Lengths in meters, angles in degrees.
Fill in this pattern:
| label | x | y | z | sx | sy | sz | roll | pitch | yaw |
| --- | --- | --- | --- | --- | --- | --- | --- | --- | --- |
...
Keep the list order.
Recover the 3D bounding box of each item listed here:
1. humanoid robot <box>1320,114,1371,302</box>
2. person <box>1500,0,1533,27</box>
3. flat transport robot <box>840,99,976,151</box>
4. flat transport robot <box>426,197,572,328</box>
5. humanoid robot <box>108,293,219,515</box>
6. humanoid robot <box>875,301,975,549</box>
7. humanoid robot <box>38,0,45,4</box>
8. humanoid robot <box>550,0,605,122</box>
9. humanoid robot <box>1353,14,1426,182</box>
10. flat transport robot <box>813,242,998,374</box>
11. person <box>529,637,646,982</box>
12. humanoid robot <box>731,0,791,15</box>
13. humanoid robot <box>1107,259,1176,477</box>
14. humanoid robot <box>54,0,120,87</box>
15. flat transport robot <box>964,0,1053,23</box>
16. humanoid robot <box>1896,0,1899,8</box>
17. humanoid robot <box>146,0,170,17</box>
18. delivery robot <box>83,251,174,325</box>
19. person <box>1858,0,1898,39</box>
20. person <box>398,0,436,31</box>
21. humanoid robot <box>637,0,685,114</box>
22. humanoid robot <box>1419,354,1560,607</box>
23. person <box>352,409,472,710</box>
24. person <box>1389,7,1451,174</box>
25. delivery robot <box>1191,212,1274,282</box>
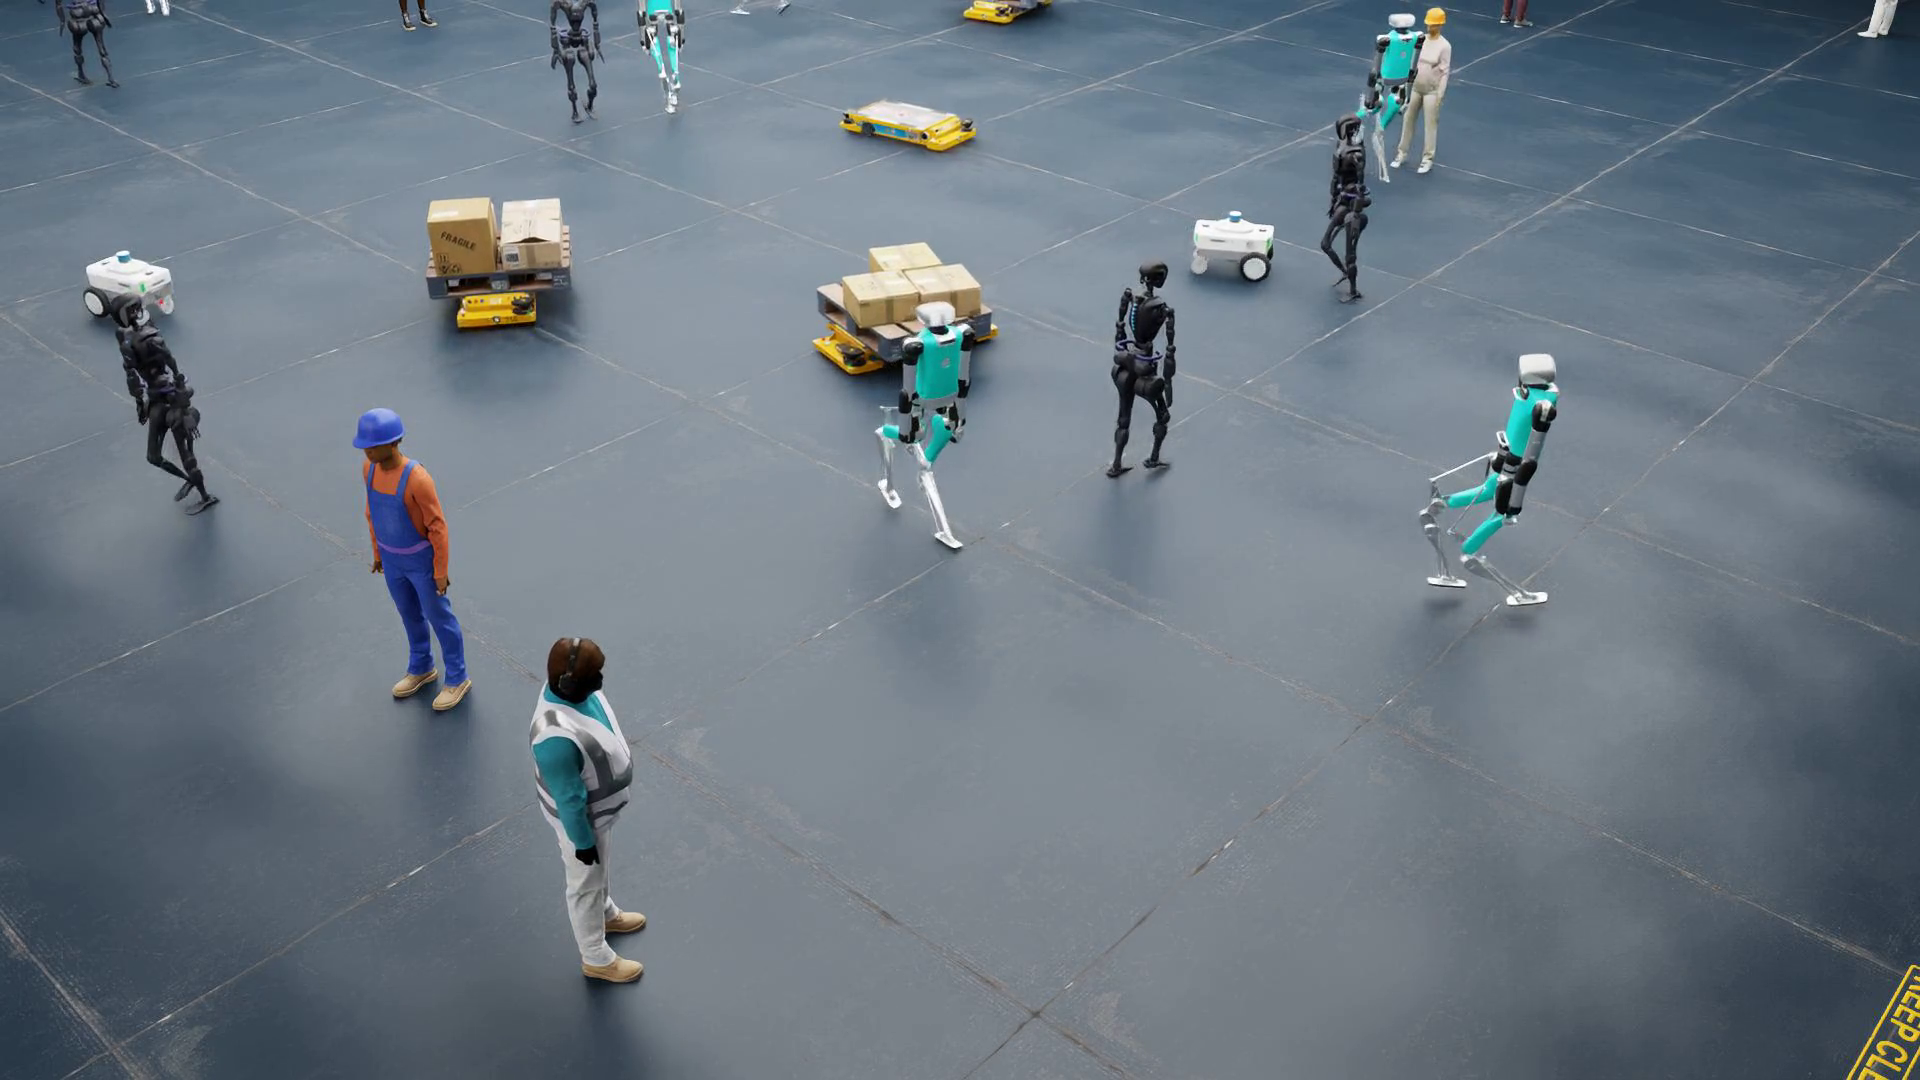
| label | x | y | z | sx | sy | sz | roll | pitch | yaw |
| --- | --- | --- | --- | --- | --- | --- | --- | --- | --- |
| humanoid robot | 3.385 | -2.901 | 14.497 | 0.382 | 1.645 | 0.609 | -6 | 32 | -10 |
| person | 7.605 | -7.826 | 22.301 | 0.381 | 1.806 | 0.552 | -15 | 35 | -23 |
| flat transport robot | -0.591 | -4.663 | 18.663 | 1.431 | 0.231 | 0.659 | 20 | 37 | 29 |
| flat transport robot | -4.064 | -2.285 | 14.833 | 0.659 | 0.231 | 1.431 | -6 | 32 | -10 |
| humanoid robot | -5.395 | -0.924 | 11.315 | 0.608 | 1.643 | 0.358 | 16 | 35 | 25 |
| humanoid robot | -0.304 | -0.855 | 11.202 | 0.541 | 1.769 | 1.060 | -20 | 37 | -28 |
| humanoid robot | -12.812 | -8.425 | 23.339 | 0.550 | 1.765 | 0.969 | 28 | 41 | 37 |
| humanoid robot | -4.328 | -5.539 | 18.731 | 0.596 | 1.645 | 0.350 | -14 | 35 | -21 |
| humanoid robot | 4.307 | -4.573 | 17.144 | 0.531 | 1.795 | 0.778 | -10 | 33 | -15 |
| flat transport robot | -0.452 | -1.737 | 13.951 | 1.431 | 0.231 | 0.659 | -19 | 36 | -27 |
| person | -1.707 | 1.228 | 7.692 | 0.431 | 1.838 | 0.619 | -2 | 32 | -3 |
| humanoid robot | -2.693 | -8.029 | 22.715 | 0.980 | 1.768 | 0.530 | 7 | 32 | 11 |
| humanoid robot | 1.291 | -1.228 | 11.803 | 0.472 | 1.645 | 0.589 | -25 | 40 | -34 |
| humanoid robot | -10.569 | -6.303 | 19.992 | 0.717 | 1.629 | 0.612 | 24 | 39 | 33 |
| flat transport robot | 0.685 | -7.509 | 23.246 | 0.659 | 0.231 | 1.431 | 17 | 36 | 26 |
| humanoid robot | 13.222 | -8.231 | 23.089 | 0.537 | 1.641 | 0.589 | -14 | 34 | -21 |
| humanoid robot | -11.177 | -8.102 | 22.752 | 0.546 | 1.749 | 0.679 | -9 | 33 | -15 |
| delivery robot | -7.229 | -2.213 | 14.451 | 0.771 | 0.599 | 0.525 | 14 | 34 | 21 |
| person | 12.228 | -7.427 | 21.813 | 0.513 | 1.640 | 0.306 | -16 | 35 | -24 |
| person | -7.368 | -7.821 | 22.143 | 0.609 | 1.961 | 0.362 | -27 | 41 | -36 |
| humanoid robot | -3.339 | -5.637 | 18.843 | 0.550 | 1.750 | 0.986 | -10 | 33 | -16 |
| humanoid robot | 3.258 | -0.334 | 10.298 | 0.947 | 1.762 | 0.543 | 3 | 32 | 4 |
| person | -3.121 | 0.107 | 9.427 | 0.531 | 1.908 | 0.367 | 15 | 35 | 23 |
| person | 4.847 | -4.694 | 17.359 | 0.481 | 1.695 | 0.329 | 24 | 39 | 33 |
| delivery robot | 2.515 | -2.706 | 15.247 | 0.803 | 0.601 | 0.499 | 7 | 33 | 11 |
